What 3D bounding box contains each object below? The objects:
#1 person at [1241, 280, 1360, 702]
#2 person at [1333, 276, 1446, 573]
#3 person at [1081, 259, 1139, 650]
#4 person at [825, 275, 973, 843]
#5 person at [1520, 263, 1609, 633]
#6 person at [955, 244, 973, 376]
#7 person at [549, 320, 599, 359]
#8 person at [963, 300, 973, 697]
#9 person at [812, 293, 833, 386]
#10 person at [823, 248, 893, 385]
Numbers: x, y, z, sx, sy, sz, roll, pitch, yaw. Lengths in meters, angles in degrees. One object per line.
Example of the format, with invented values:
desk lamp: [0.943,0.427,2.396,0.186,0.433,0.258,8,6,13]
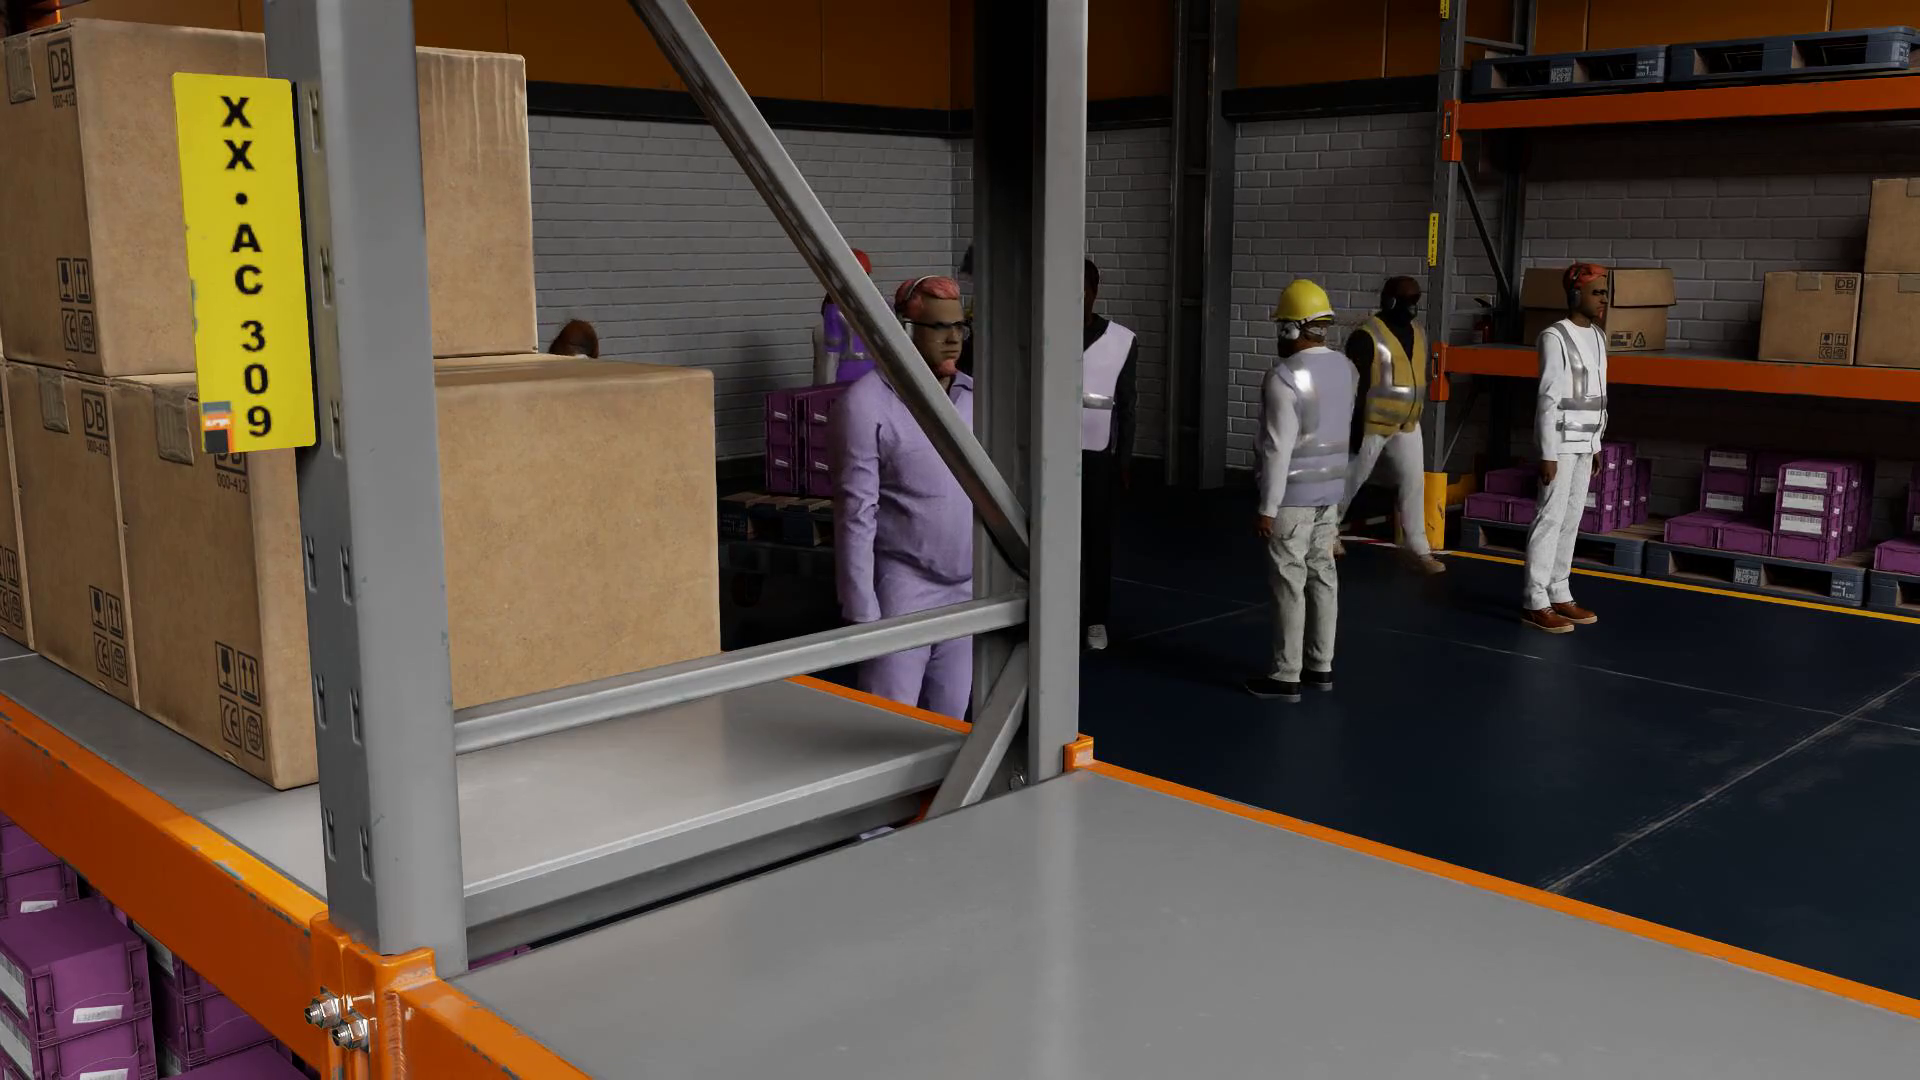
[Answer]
person: [1.479,-0.210,7.264,0.404,1.829,0.606,10,15,44]
person: [2.587,-0.734,10.265,0.639,1.791,0.995,-6,12,-30]
person: [0.573,-0.422,8.186,0.588,1.917,0.390,3,11,16]
person: [-0.097,0.159,5.048,0.402,1.904,0.652,9,14,41]
person: [3.132,-0.474,8.554,0.337,1.882,0.583,10,14,44]
person: [0.232,-1.098,11.533,1.038,2.000,0.679,-1,10,-7]
person: [-2.043,-0.353,8.722,0.524,1.578,0.868,-1,10,-6]
person: [0.173,-0.218,7.296,0.404,1.834,0.591,5,11,25]
person: [-0.931,-1.139,12.869,0.500,1.633,0.281,-8,13,-37]
person: [-0.734,-1.089,11.777,0.549,1.937,0.372,-7,13,-35]
